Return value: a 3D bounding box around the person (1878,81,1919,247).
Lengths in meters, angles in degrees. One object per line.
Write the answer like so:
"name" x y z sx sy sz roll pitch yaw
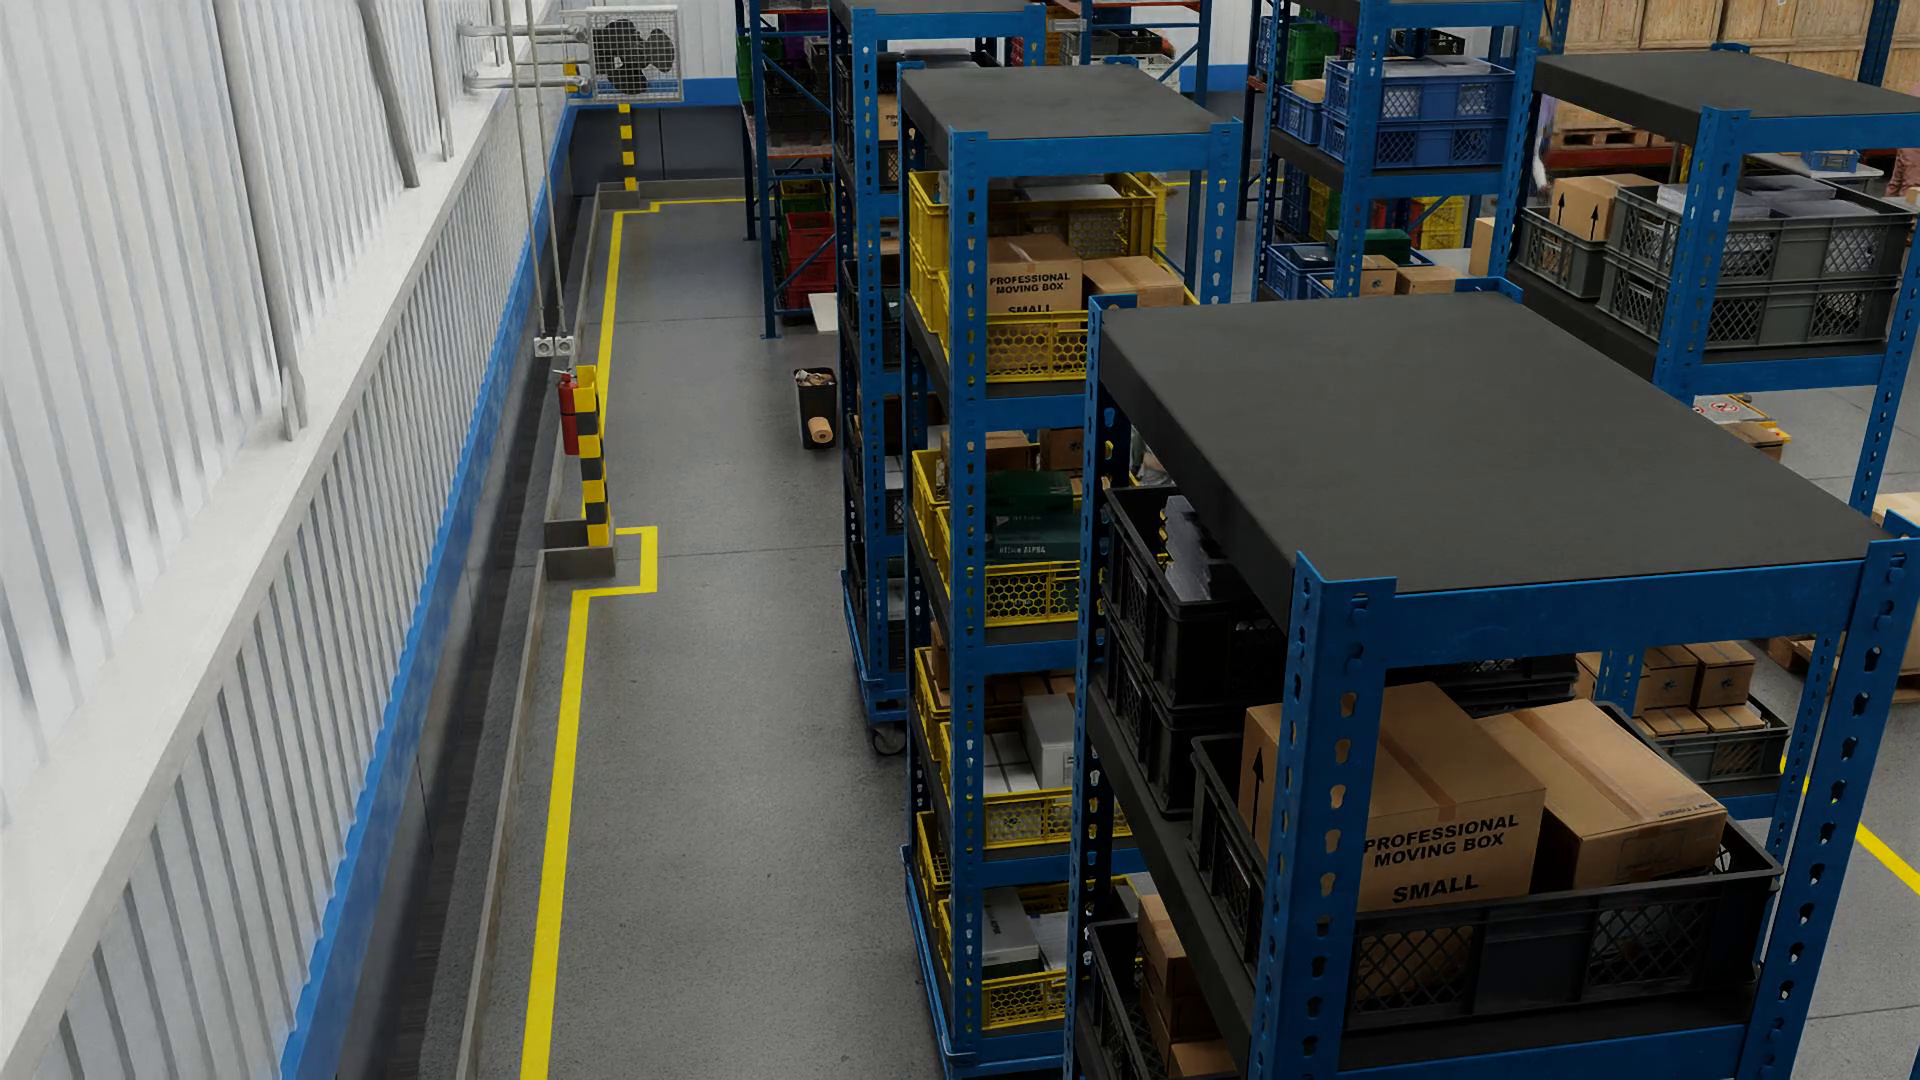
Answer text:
"person" 9.787 -3.962 16.952 0.396 1.900 0.644 3 25 7

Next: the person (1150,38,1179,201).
"person" 2.228 -4.644 18.485 0.393 1.851 0.724 17 30 33

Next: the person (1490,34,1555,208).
"person" 6.208 -4.514 18.118 0.631 1.918 0.747 -7 26 -15
